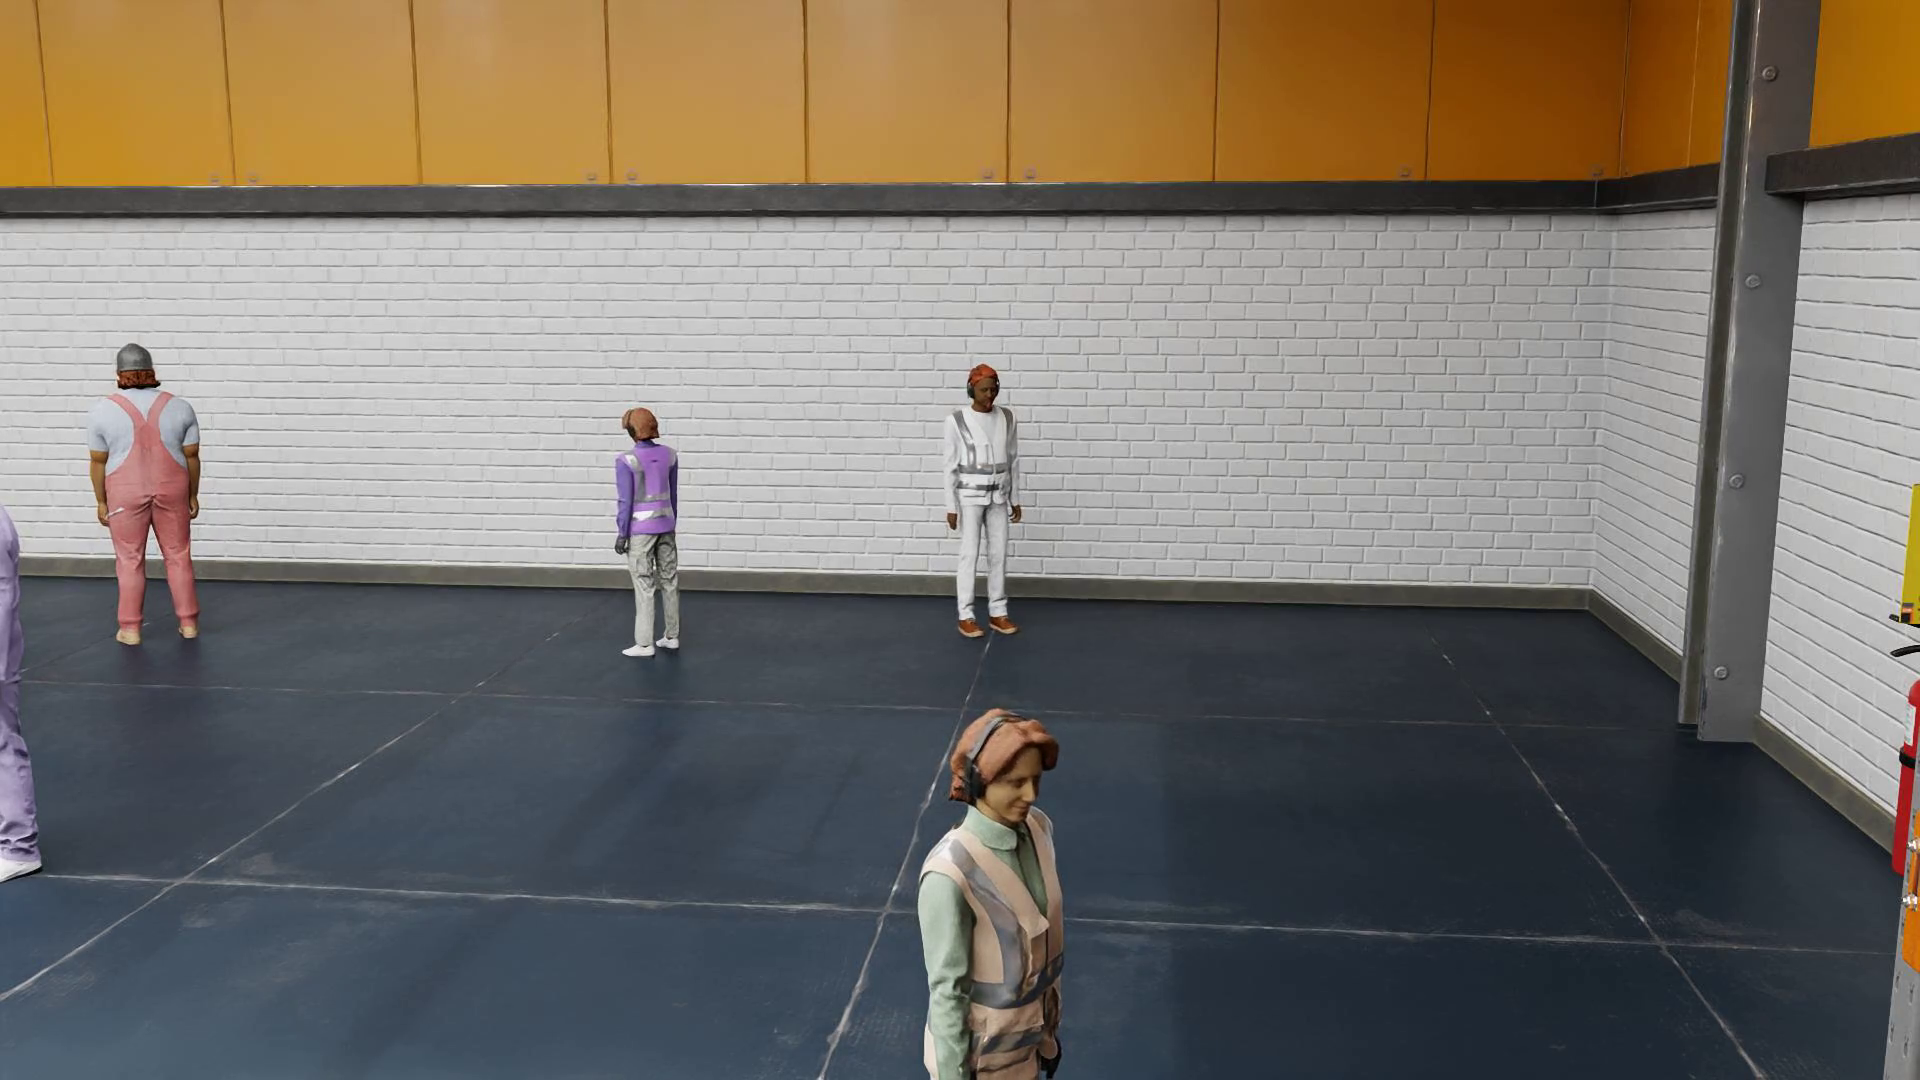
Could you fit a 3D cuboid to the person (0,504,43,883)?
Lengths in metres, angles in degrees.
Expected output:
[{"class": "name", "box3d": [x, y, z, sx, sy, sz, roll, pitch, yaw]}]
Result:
[{"class": "person", "box3d": [-4.144, 0.492, 6.980, 0.404, 1.906, 0.651, -7, 12, -35]}]

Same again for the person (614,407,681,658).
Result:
[{"class": "person", "box3d": [-2.031, -0.048, 10.842, 0.312, 1.637, 0.512, 7, 12, 37]}]

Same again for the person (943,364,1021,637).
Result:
[{"class": "person", "box3d": [0.152, -0.269, 11.429, 0.586, 1.879, 0.356, -6, 11, -30]}]

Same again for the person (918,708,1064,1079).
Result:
[{"class": "person", "box3d": [0.076, 1.183, 3.792, 0.309, 1.638, 0.514, 5, 11, 26]}]

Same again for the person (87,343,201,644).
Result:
[{"class": "person", "box3d": [-5.518, -0.327, 11.284, 0.683, 2.000, 0.535, -7, 12, -34]}]
